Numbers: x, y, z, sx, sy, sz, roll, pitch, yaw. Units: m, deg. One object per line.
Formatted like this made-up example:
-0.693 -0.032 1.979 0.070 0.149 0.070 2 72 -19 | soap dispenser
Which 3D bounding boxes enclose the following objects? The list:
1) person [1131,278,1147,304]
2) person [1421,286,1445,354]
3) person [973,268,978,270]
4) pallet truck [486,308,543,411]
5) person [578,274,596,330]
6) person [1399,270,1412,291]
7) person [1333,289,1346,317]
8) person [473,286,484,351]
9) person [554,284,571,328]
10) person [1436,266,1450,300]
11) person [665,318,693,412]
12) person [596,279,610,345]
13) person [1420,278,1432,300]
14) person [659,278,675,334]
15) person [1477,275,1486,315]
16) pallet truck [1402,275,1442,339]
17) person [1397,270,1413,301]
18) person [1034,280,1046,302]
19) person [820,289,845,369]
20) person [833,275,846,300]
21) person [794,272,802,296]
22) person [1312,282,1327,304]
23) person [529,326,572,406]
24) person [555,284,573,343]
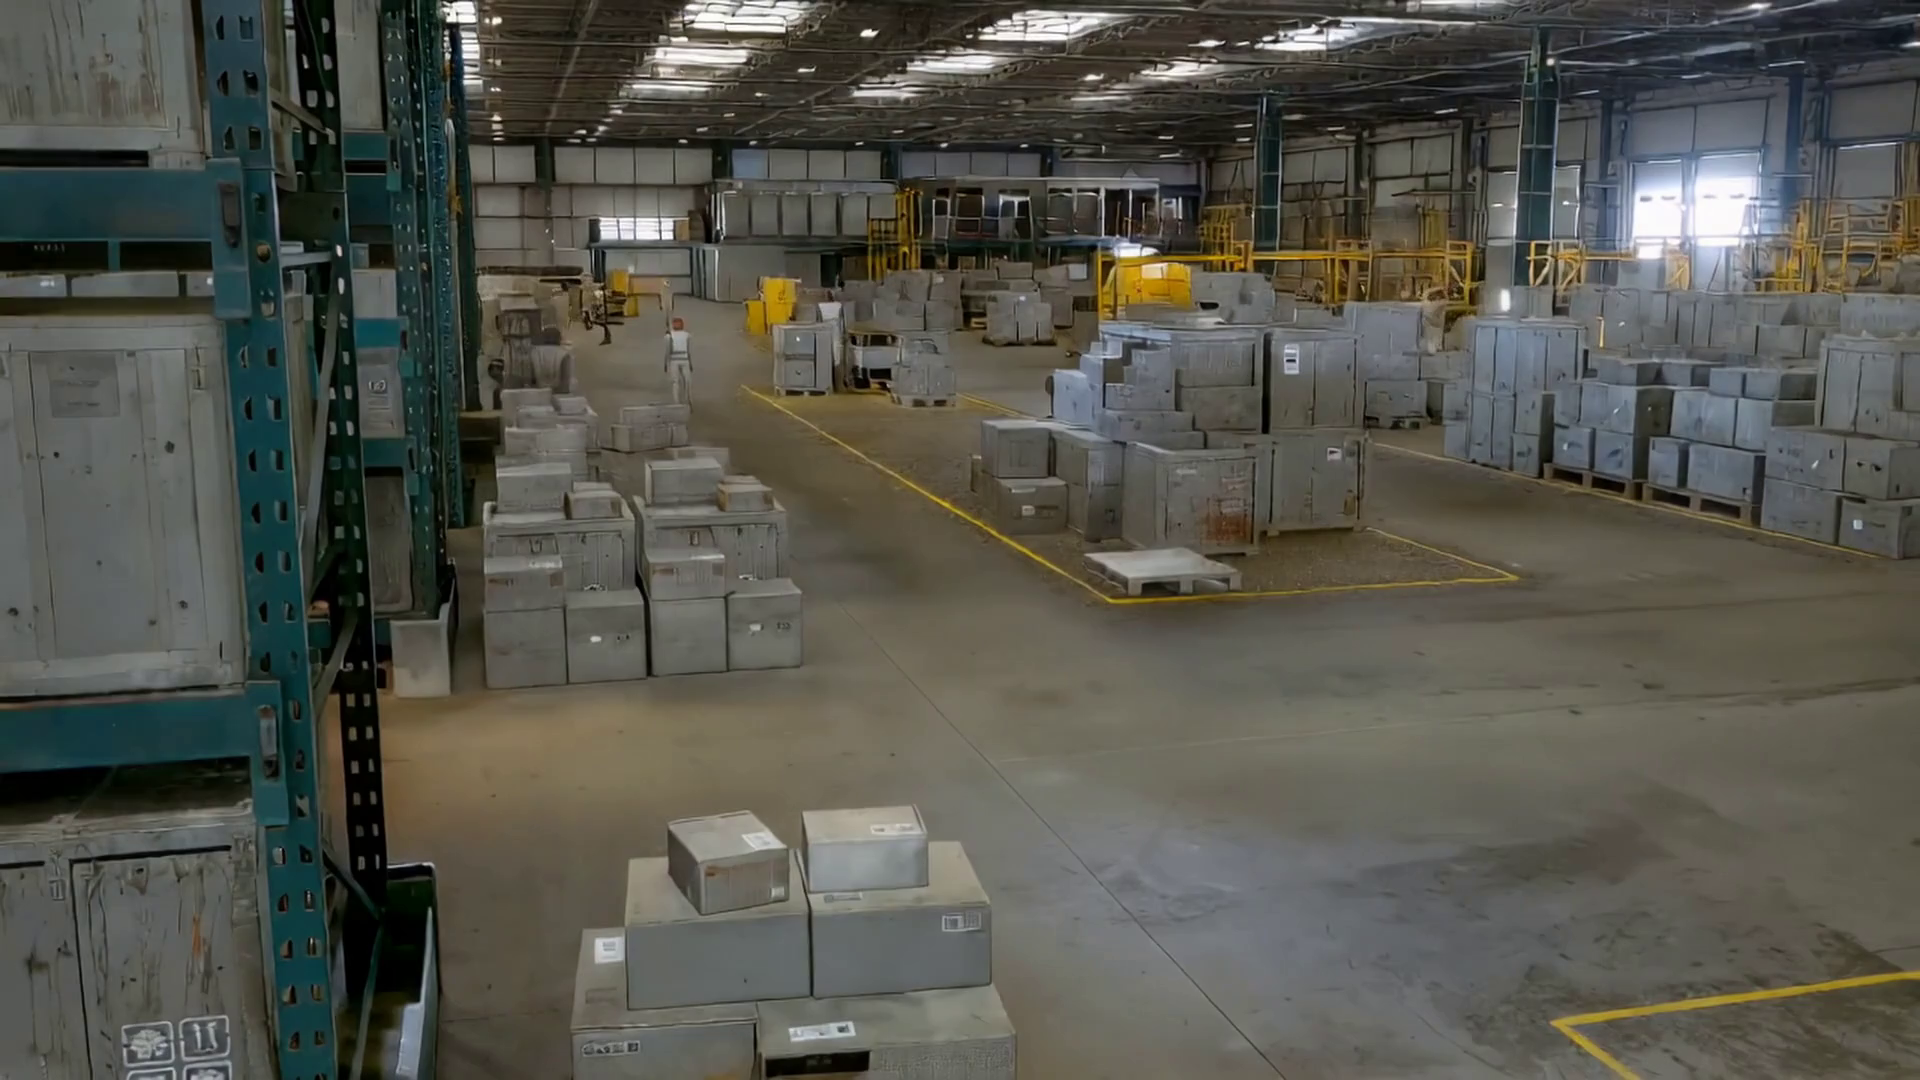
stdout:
6.000 -7.893 55.860 0.517 1.829 0.747 2 10 12 | person
11.479 -5.229 40.521 0.595 1.912 0.439 7 12 36 | person
0.725 -11.726 77.393 0.351 1.884 0.581 -1 10 -6 | person
-6.242 -2.418 24.362 0.823 1.965 1.885 1 10 3 | pallet truck
-12.766 -8.138 56.961 0.601 1.933 0.845 -3 10 -15 | person
19.663 -11.025 73.584 0.635 1.833 0.429 -5 11 -28 | person
8.903 -4.901 38.788 0.350 1.878 0.567 -7 12 -36 | person
-13.097 -6.007 44.567 0.536 2.000 0.672 3 11 17 | person
-12.664 -7.325 53.016 0.534 1.692 0.320 1 10 8 | person
21.970 -11.458 75.605 0.659 1.972 0.485 -1 10 -5 | person
-4.846 -3.009 28.727 0.513 1.640 0.309 -6 12 -30 | person
-10.461 -6.686 48.743 0.381 1.936 0.546 -3 10 -16 | person
15.138 -7.624 54.011 0.373 1.940 0.629 6 12 33 | person
-9.684 -7.742 54.960 0.514 1.848 0.711 0 10 1 | person
18.337 -8.395 58.583 0.377 1.877 0.753 5 11 24 | person
14.620 -7.324 52.145 0.823 1.965 1.885 8 13 40 | pallet truck
17.897 -9.882 66.855 0.644 1.909 0.909 4 11 21 | person
2.435 -7.180 51.892 0.988 1.798 0.513 7 12 34 | person
-2.995 -4.902 38.771 0.597 1.887 0.910 1 10 8 | person
-4.282 -8.403 58.641 0.584 1.865 1.005 6 12 31 | person
-5.974 -8.898 61.227 0.356 1.937 0.552 8 13 38 | person
11.948 -7.730 55.328 0.535 1.692 0.321 6 12 30 | person
-5.498 -1.939 22.210 0.637 1.820 0.773 3 10 17 | person
-11.703 -6.677 49.190 0.556 1.747 0.599 4 11 22 | person
